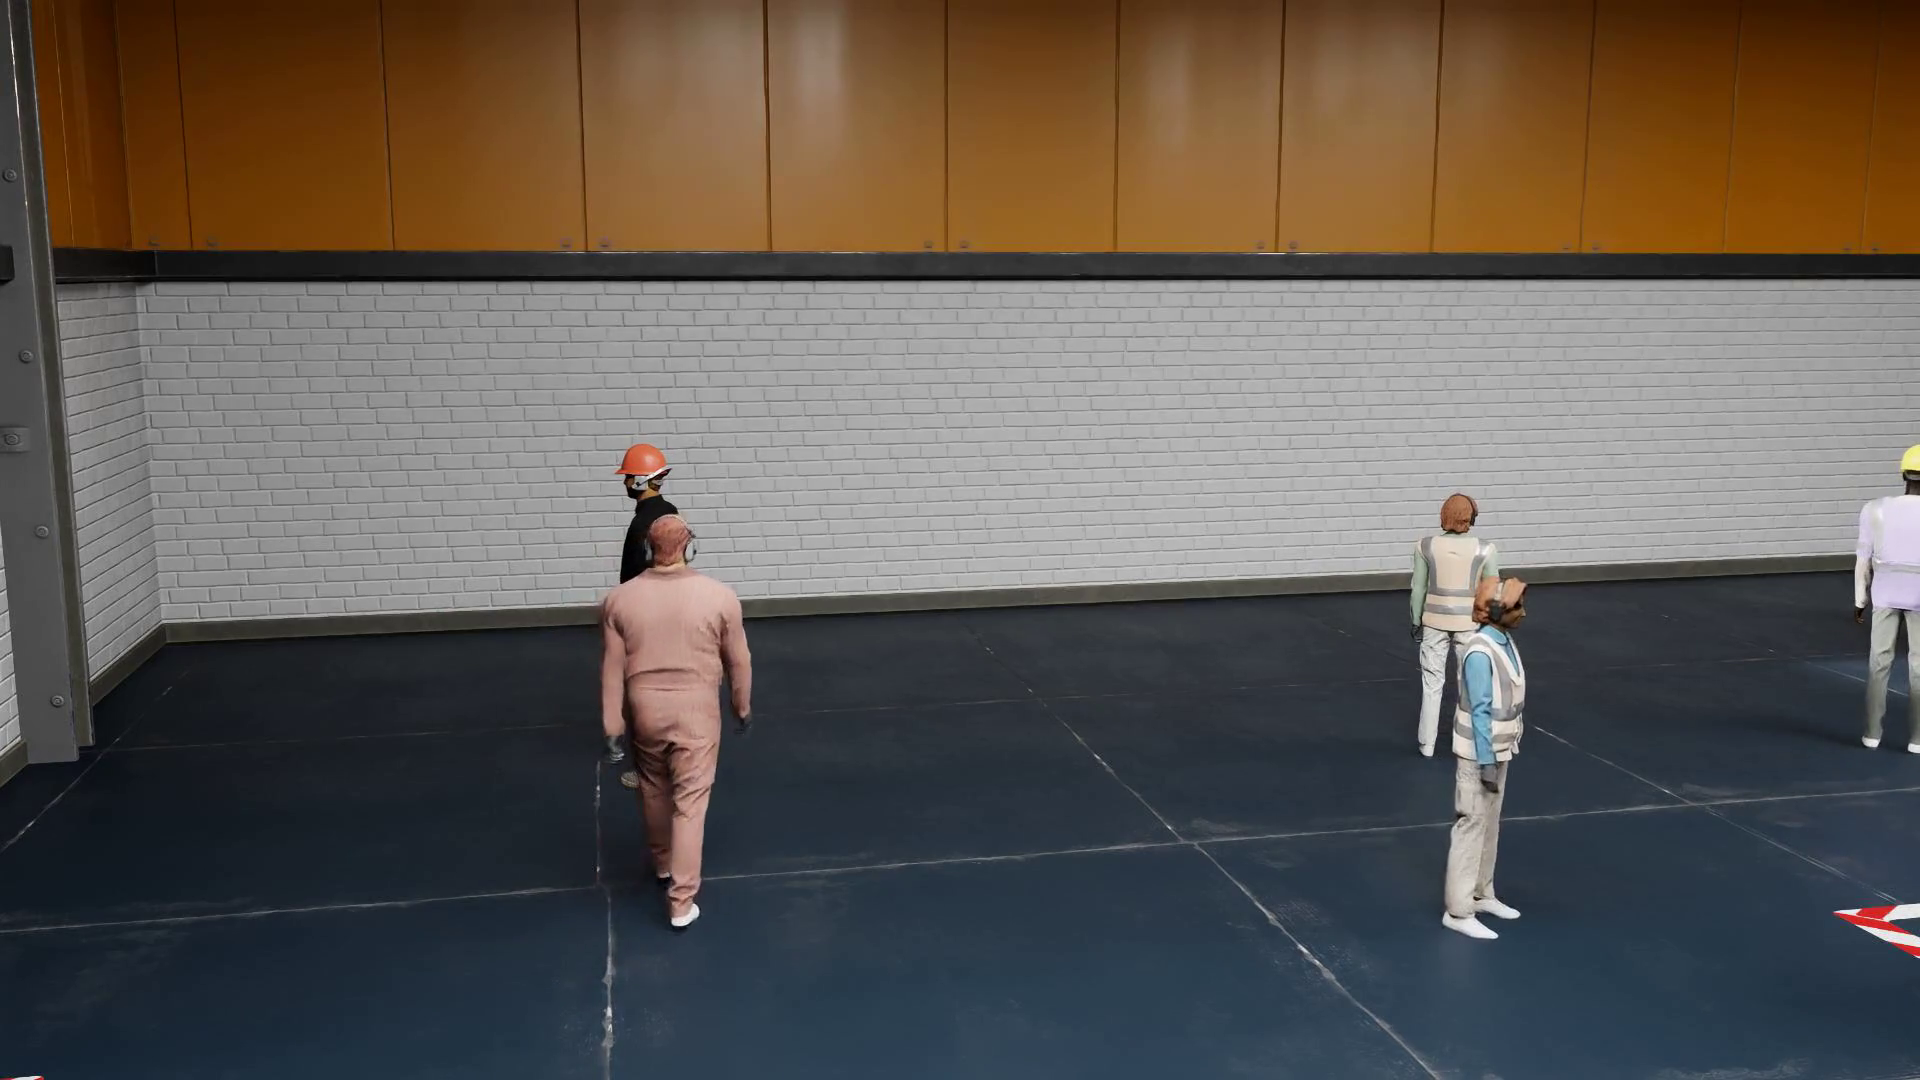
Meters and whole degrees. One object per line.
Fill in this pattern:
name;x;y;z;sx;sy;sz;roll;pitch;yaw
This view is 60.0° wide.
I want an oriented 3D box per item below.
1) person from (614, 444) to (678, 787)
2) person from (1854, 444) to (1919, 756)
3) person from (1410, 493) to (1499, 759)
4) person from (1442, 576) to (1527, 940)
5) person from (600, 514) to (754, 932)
person;-1.797;0.434;9.671;0.382;1.993;0.622;1;9;5
person;5.866;0.365;10.297;0.594;1.924;0.381;7;12;38
person;3.002;0.536;10.130;0.518;1.639;0.312;4;10;23
person;2.383;0.968;7.527;0.311;1.634;0.525;6;11;32
person;-1.306;0.807;7.804;0.660;1.867;0.950;1;9;3
